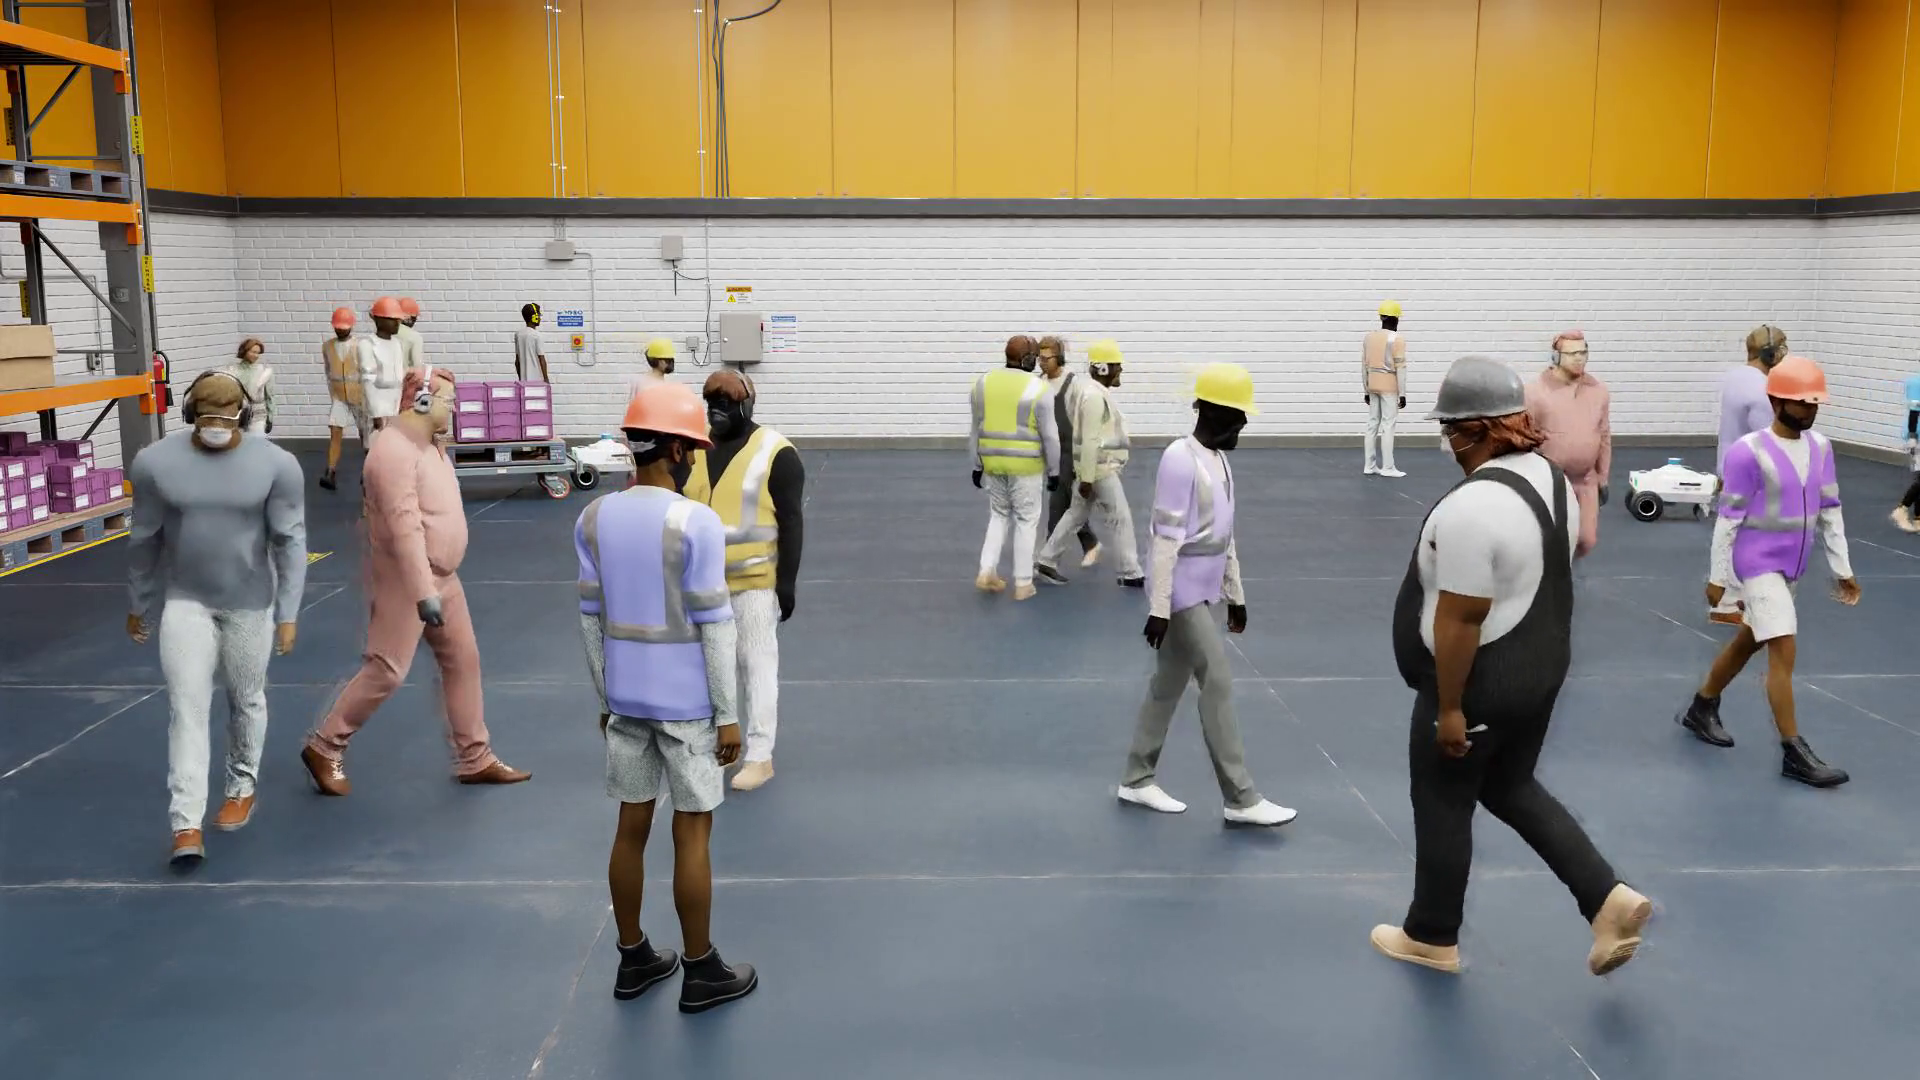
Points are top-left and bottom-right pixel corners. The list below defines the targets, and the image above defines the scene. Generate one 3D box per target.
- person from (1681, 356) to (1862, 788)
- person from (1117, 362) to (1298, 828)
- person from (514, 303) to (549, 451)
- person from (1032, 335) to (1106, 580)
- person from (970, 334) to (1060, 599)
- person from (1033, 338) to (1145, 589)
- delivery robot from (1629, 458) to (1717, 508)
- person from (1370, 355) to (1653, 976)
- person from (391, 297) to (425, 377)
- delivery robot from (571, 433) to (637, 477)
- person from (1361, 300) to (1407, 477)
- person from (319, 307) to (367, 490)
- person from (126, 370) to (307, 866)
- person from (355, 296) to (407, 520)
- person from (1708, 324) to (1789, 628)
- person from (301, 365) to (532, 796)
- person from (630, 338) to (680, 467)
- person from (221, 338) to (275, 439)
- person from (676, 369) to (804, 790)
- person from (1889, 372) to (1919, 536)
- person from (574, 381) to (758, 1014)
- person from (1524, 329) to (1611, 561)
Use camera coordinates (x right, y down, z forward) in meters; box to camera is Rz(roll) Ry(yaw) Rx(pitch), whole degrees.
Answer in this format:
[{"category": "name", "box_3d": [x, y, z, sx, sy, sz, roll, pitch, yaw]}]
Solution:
[{"category": "person", "box_3d": [3.681, 0.105, 7.582, 0.552, 1.891, 0.988, -4, 10, -26]}, {"category": "person", "box_3d": [1.058, 0.227, 6.794, 0.901, 1.879, 0.610, 4, 10, 22]}, {"category": "person", "box_3d": [-4.990, -1.839, 19.512, 0.513, 1.872, 0.328, 6, 11, 34]}, {"category": "person", "box_3d": [0.807, -0.628, 12.344, 0.866, 1.804, 0.562, -8, 12, -42]}, {"category": "person", "box_3d": [0.385, -0.492, 11.407, 0.644, 1.825, 0.472, 6, 11, 33]}, {"category": "person", "box_3d": [0.943, -0.529, 11.757, 0.934, 1.794, 0.593, 0, 9, 0]}, {"category": "delivery robot", "box_3d": [6.437, -0.497, 15.019, 0.707, 0.478, 0.477, 2, 10, 15]}, {"category": "person", "box_3d": [1.726, 0.409, 5.204, 0.693, 2.000, 0.785, -9, 13, -43]}, {"category": "person", "box_3d": [-5.875, -1.606, 17.812, 0.622, 1.953, 0.764, 3, 10, 19]}, {"category": "delivery robot", "box_3d": [-3.661, -0.862, 17.255, 0.707, 0.478, 0.477, -3, 10, -16]}, {"category": "person", "box_3d": [4.648, -1.649, 18.165, 0.367, 1.926, 0.594, -6, 11, -32]}, {"category": "person", "box_3d": [-6.338, -1.468, 17.231, 0.543, 1.870, 0.958, 0, 9, 0]}, {"category": "person", "box_3d": [-2.884, 0.290, 6.424, 0.696, 1.878, 0.959, -3, 10, -15]}, {"category": "person", "box_3d": [-5.073, -1.154, 14.880, 0.814, 2.014, 0.635, 4, 10, 22]}, {"category": "person", "box_3d": [5.014, -0.385, 10.427, 0.563, 1.921, 0.664, 2, 9, 10]}, {"category": "person", "box_3d": [-2.410, 0.177, 7.203, 0.922, 1.864, 0.652, 1, 9, 3]}, {"category": "person", "box_3d": [-2.433, -0.767, 13.403, 0.917, 1.714, 0.534, 3, 10, 18]}, {"category": "person", "box_3d": [-7.006, -1.183, 16.320, 0.571, 1.590, 0.850, -3, 10, -19]}, {"category": "person", "box_3d": [-1.004, 0.164, 7.323, 0.635, 1.842, 0.429, 4, 10, 25]}, {"category": "person", "box_3d": [8.165, -0.857, 14.003, 0.552, 1.687, 0.354, -6, 11, -33]}, {"category": "person", "box_3d": [-0.895, 0.481, 5.110, 0.543, 1.927, 0.375, 5, 10, 28]}, {"category": "person", "box_3d": [3.801, -0.398, 10.607, 0.654, 1.894, 0.619, -2, 9, -12]}]
